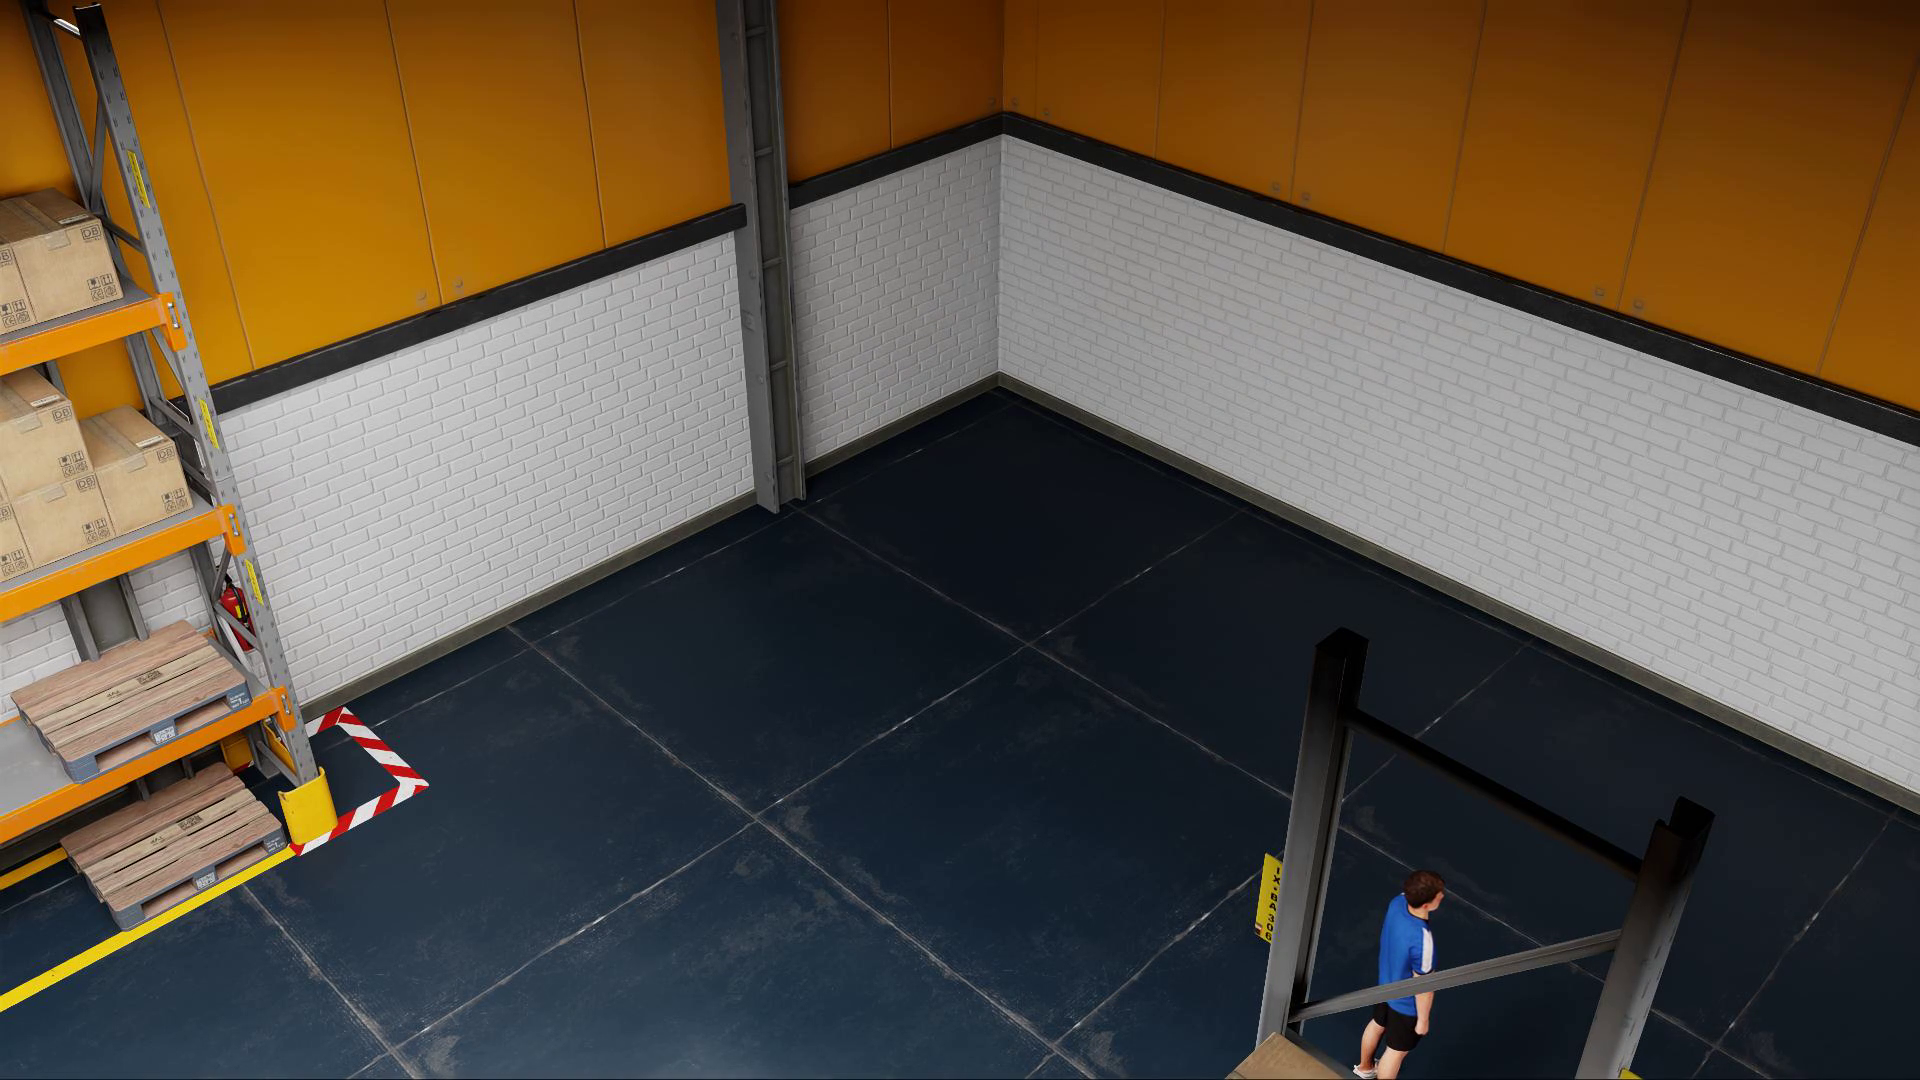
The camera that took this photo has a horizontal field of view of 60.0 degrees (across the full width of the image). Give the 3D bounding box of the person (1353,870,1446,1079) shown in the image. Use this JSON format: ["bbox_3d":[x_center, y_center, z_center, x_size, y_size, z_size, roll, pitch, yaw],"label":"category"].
[{"bbox_3d":[2.609,2.644,9.824,0.760,1.866,0.750,-7,34,-11],"label":"person"}]
